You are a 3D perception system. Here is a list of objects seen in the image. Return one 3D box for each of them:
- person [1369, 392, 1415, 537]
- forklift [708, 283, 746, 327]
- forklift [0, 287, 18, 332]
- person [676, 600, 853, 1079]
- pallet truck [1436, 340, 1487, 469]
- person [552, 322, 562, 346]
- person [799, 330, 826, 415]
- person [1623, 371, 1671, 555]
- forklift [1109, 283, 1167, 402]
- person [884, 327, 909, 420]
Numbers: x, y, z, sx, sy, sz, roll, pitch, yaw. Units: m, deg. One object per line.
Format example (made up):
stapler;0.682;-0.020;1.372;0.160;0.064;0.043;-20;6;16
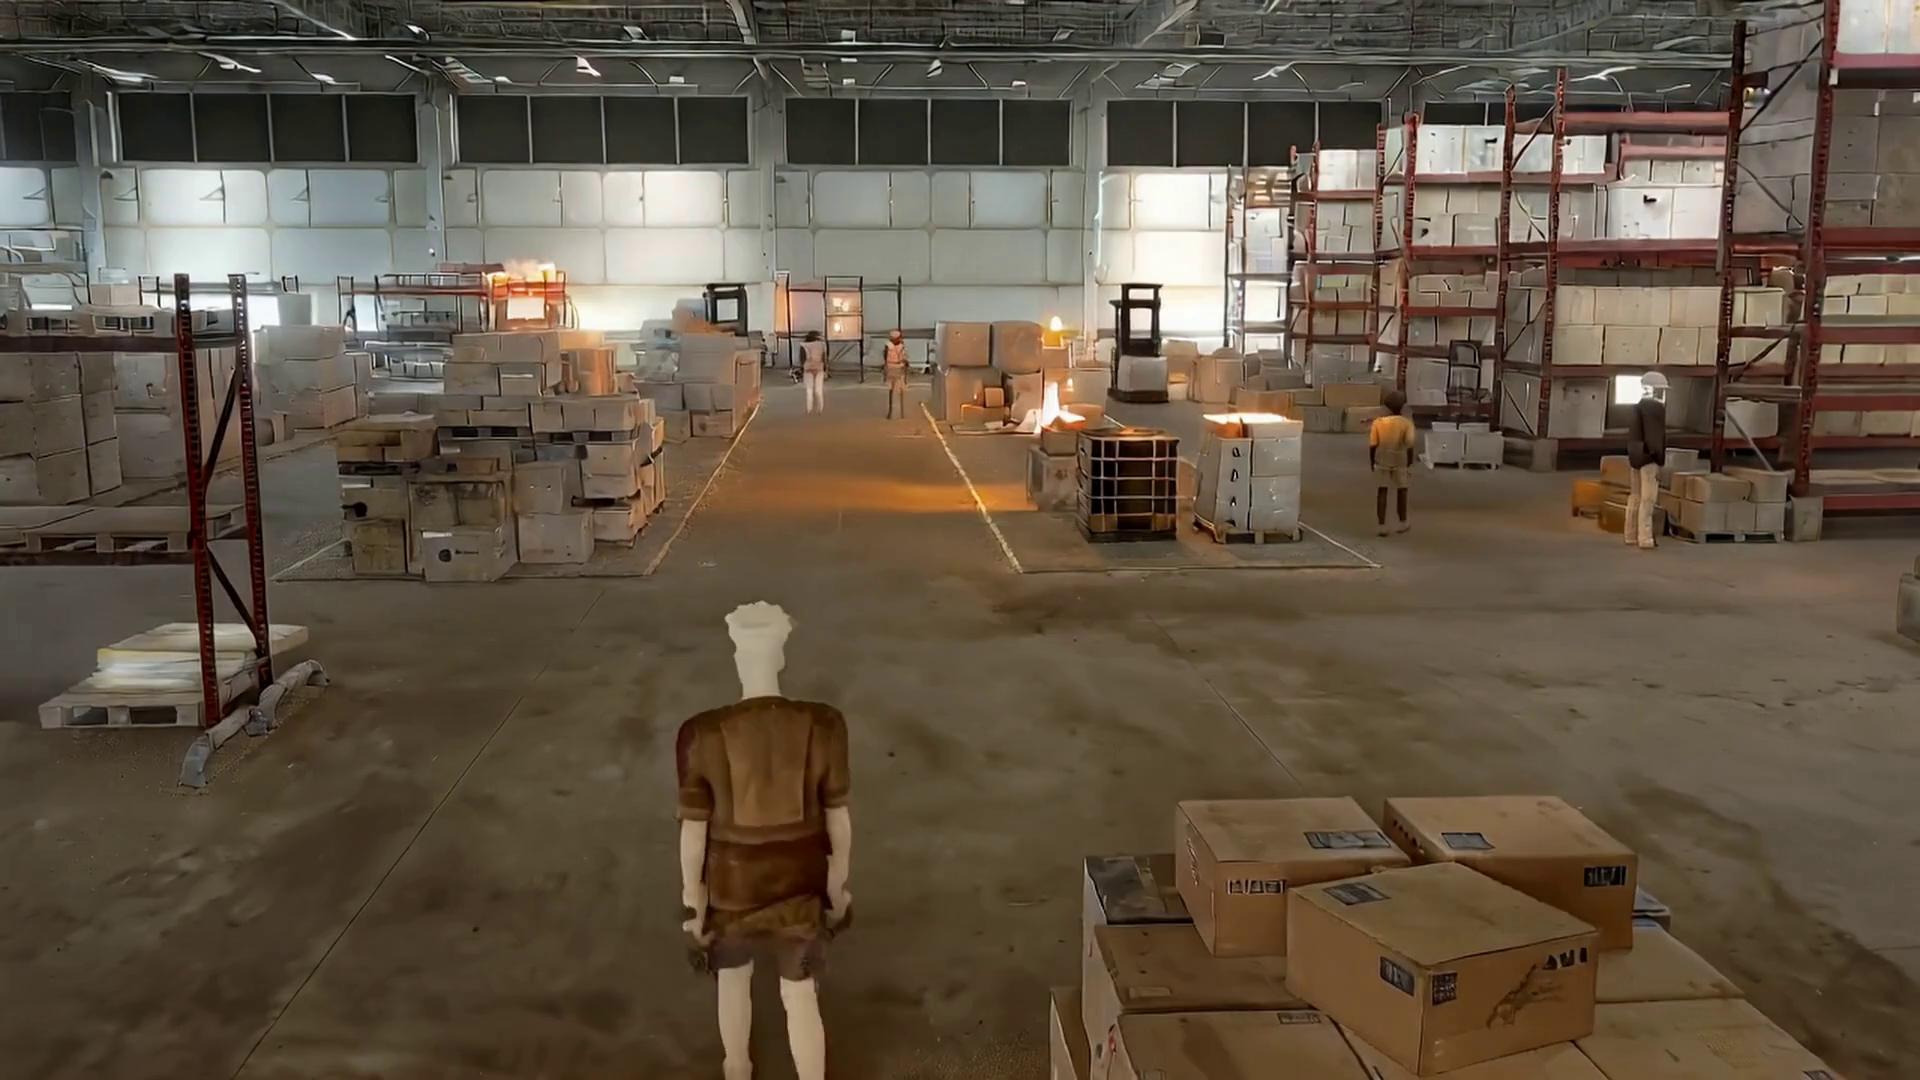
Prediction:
person;5.078;-0.897;19.449;0.553;1.655;0.819;5;10;28
forklift;-5.818;-5.043;41.696;1.129;2.768;1.873;-1;9;-4
forklift;-16.256;-2.887;28.158;1.873;2.768;1.129;-1;9;-4
person;-0.648;1.171;5.676;0.613;1.936;0.923;-2;9;-14
pallet truck;8.004;-2.170;26.422;0.823;1.965;1.885;2;9;14
person;-9.382;-4.084;38.627;0.362;1.936;0.631;-2;9;-12
person;-3.216;-3.643;36.162;0.624;1.844;0.430;-4;10;-25
person;7.492;-0.840;18.101;0.393;1.986;0.610;-1;9;-7
forklift;4.315;-4.768;39.969;1.129;2.768;1.873;-1;9;-4
person;-1.347;-3.488;34.881;0.543;1.939;0.370;2;9;14
